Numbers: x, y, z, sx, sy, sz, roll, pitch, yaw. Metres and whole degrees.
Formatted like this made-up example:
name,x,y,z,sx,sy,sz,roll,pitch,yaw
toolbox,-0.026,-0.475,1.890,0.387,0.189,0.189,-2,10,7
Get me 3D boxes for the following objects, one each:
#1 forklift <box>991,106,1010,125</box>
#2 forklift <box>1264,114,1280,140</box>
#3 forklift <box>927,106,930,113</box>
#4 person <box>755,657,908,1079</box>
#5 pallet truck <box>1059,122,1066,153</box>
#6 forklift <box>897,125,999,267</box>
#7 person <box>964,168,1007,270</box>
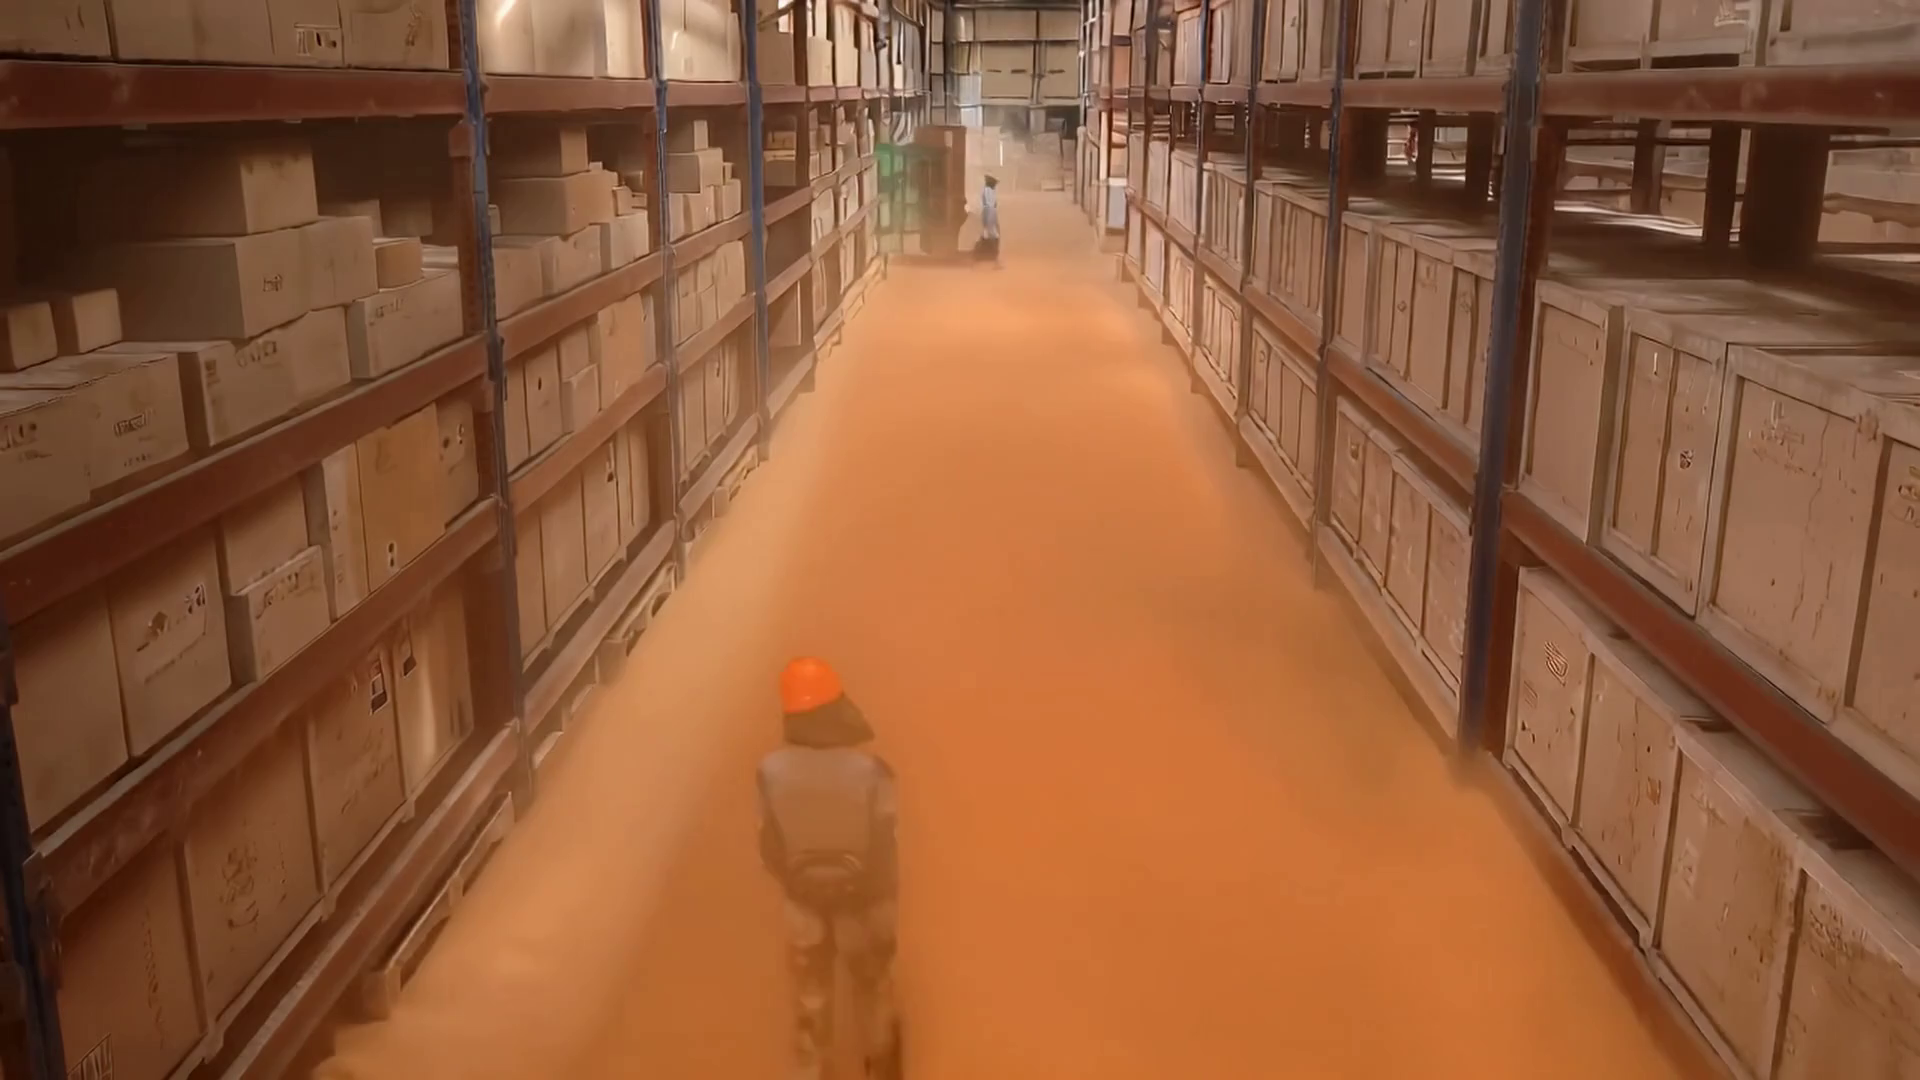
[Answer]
name,x,y,z,sx,sy,sz,roll,pitch,yaw
forklift,2.031,-20.416,83.754,1.129,2.768,1.873,-5,16,-17
forklift,11.023,-13.962,59.741,1.129,2.768,1.873,0,15,2
forklift,-2.001,-20.667,84.687,1.129,2.768,1.873,0,15,2
person,-0.412,1.199,5.565,0.498,1.689,0.842,3,15,11
pallet truck,5.788,-21.111,88.014,1.885,1.965,0.823,5,16,18
forklift,-0.227,-7.090,34.170,1.873,2.768,1.129,-10,18,-32
person,0.522,-6.432,33.359,0.821,2.021,0.619,6,16,20
